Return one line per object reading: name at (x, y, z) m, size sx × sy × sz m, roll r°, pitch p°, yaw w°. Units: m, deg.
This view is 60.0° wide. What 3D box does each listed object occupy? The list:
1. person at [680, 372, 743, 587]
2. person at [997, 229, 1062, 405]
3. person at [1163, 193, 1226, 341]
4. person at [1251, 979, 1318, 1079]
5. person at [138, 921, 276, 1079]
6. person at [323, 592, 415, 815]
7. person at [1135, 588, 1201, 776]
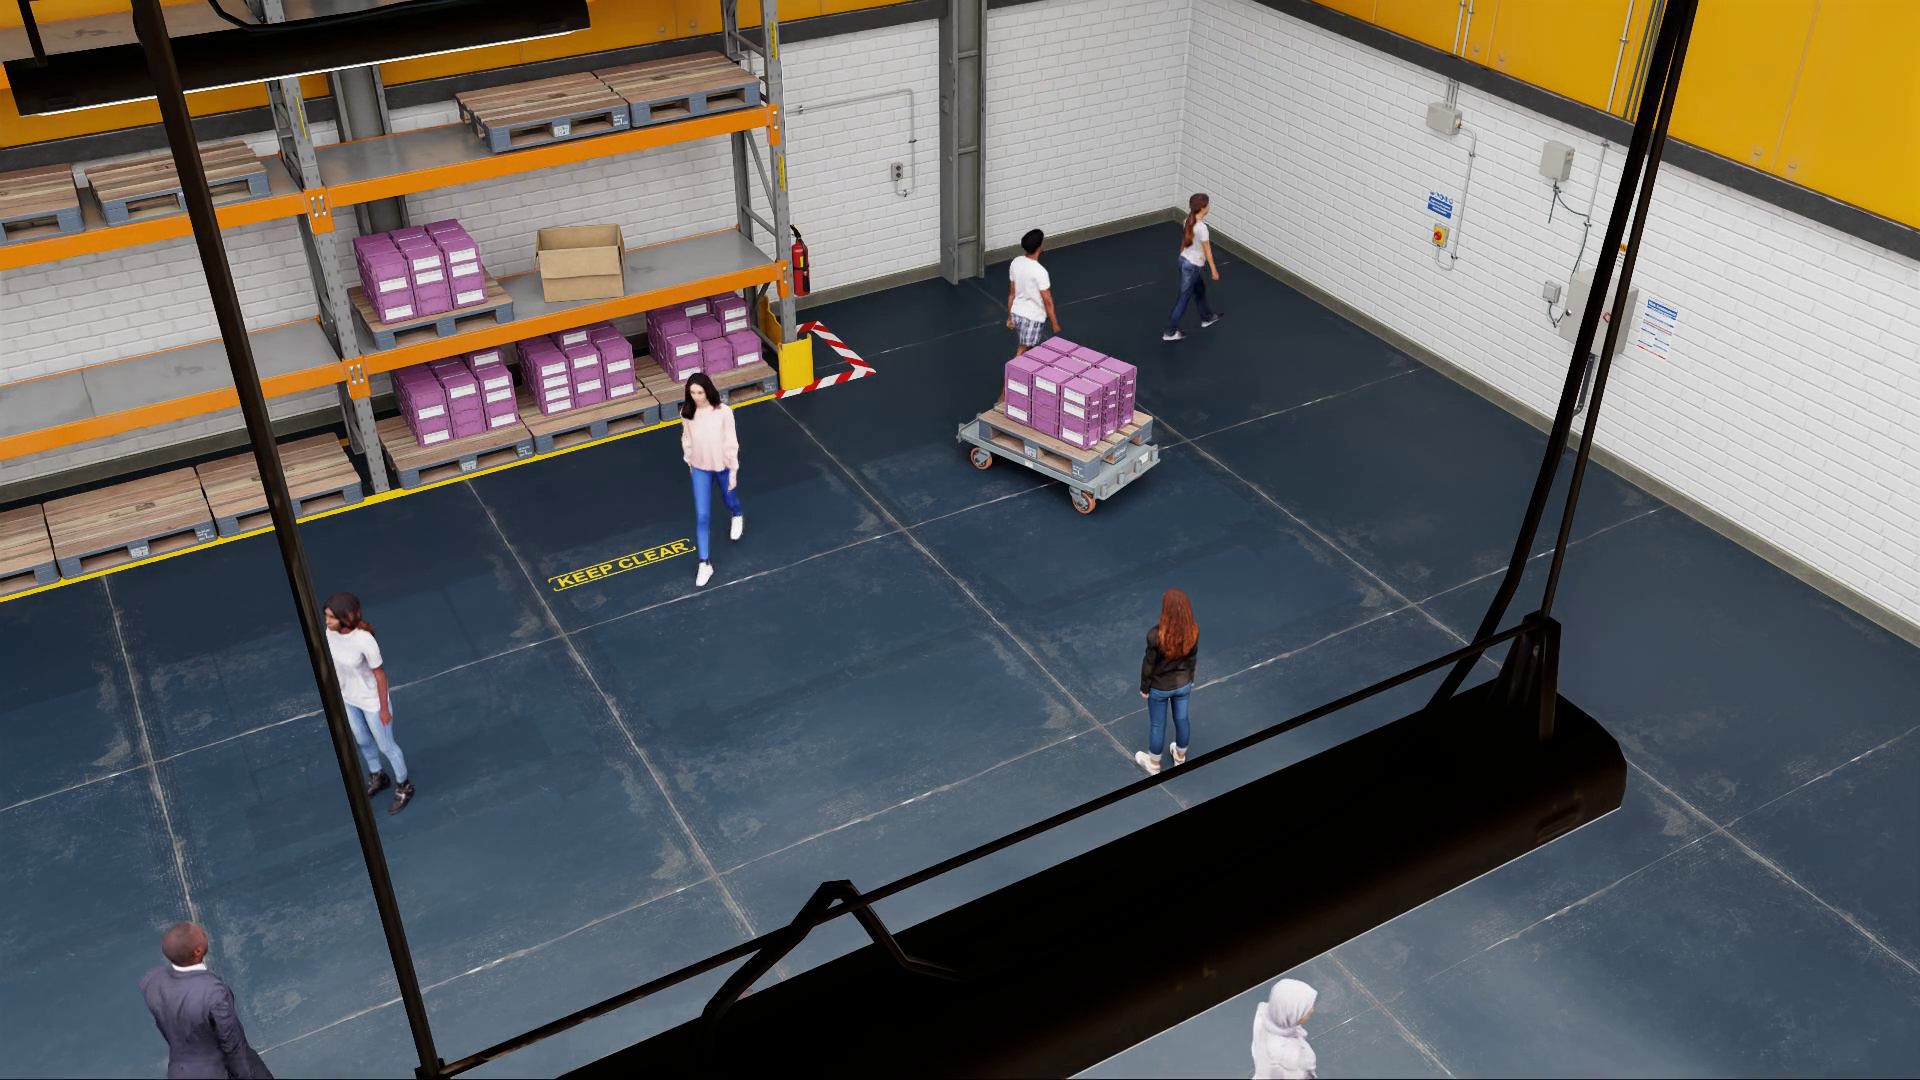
person at (-1.940, -0.586, 13.368) m, size 1.206 × 1.716 × 1.150 m, roll 3°, pitch 34°, yaw 4°
person at (0.582, -2.038, 15.575) m, size 1.139 × 1.692 × 0.685 m, roll -21°, pitch 39°, yaw -29°
person at (2.273, -2.717, 16.749) m, size 1.017 × 1.523 × 0.642 m, roll -12°, pitch 35°, yaw -17°
person at (1.528, 2.818, 8.192) m, size 0.629 × 1.777 × 0.670 m, roll -7°, pitch 34°, yaw -10°
person at (-3.800, 2.709, 8.345) m, size 1.194 × 1.789 × 1.281 m, roll 10°, pitch 35°, yaw 14°
person at (-3.893, 1.056, 10.895) m, size 0.663 × 1.719 × 0.684 m, roll 15°, pitch 36°, yaw 21°
person at (1.427, 0.959, 11.257) m, size 0.470 × 1.480 × 0.640 m, roll -12°, pitch 36°, yaw -18°
